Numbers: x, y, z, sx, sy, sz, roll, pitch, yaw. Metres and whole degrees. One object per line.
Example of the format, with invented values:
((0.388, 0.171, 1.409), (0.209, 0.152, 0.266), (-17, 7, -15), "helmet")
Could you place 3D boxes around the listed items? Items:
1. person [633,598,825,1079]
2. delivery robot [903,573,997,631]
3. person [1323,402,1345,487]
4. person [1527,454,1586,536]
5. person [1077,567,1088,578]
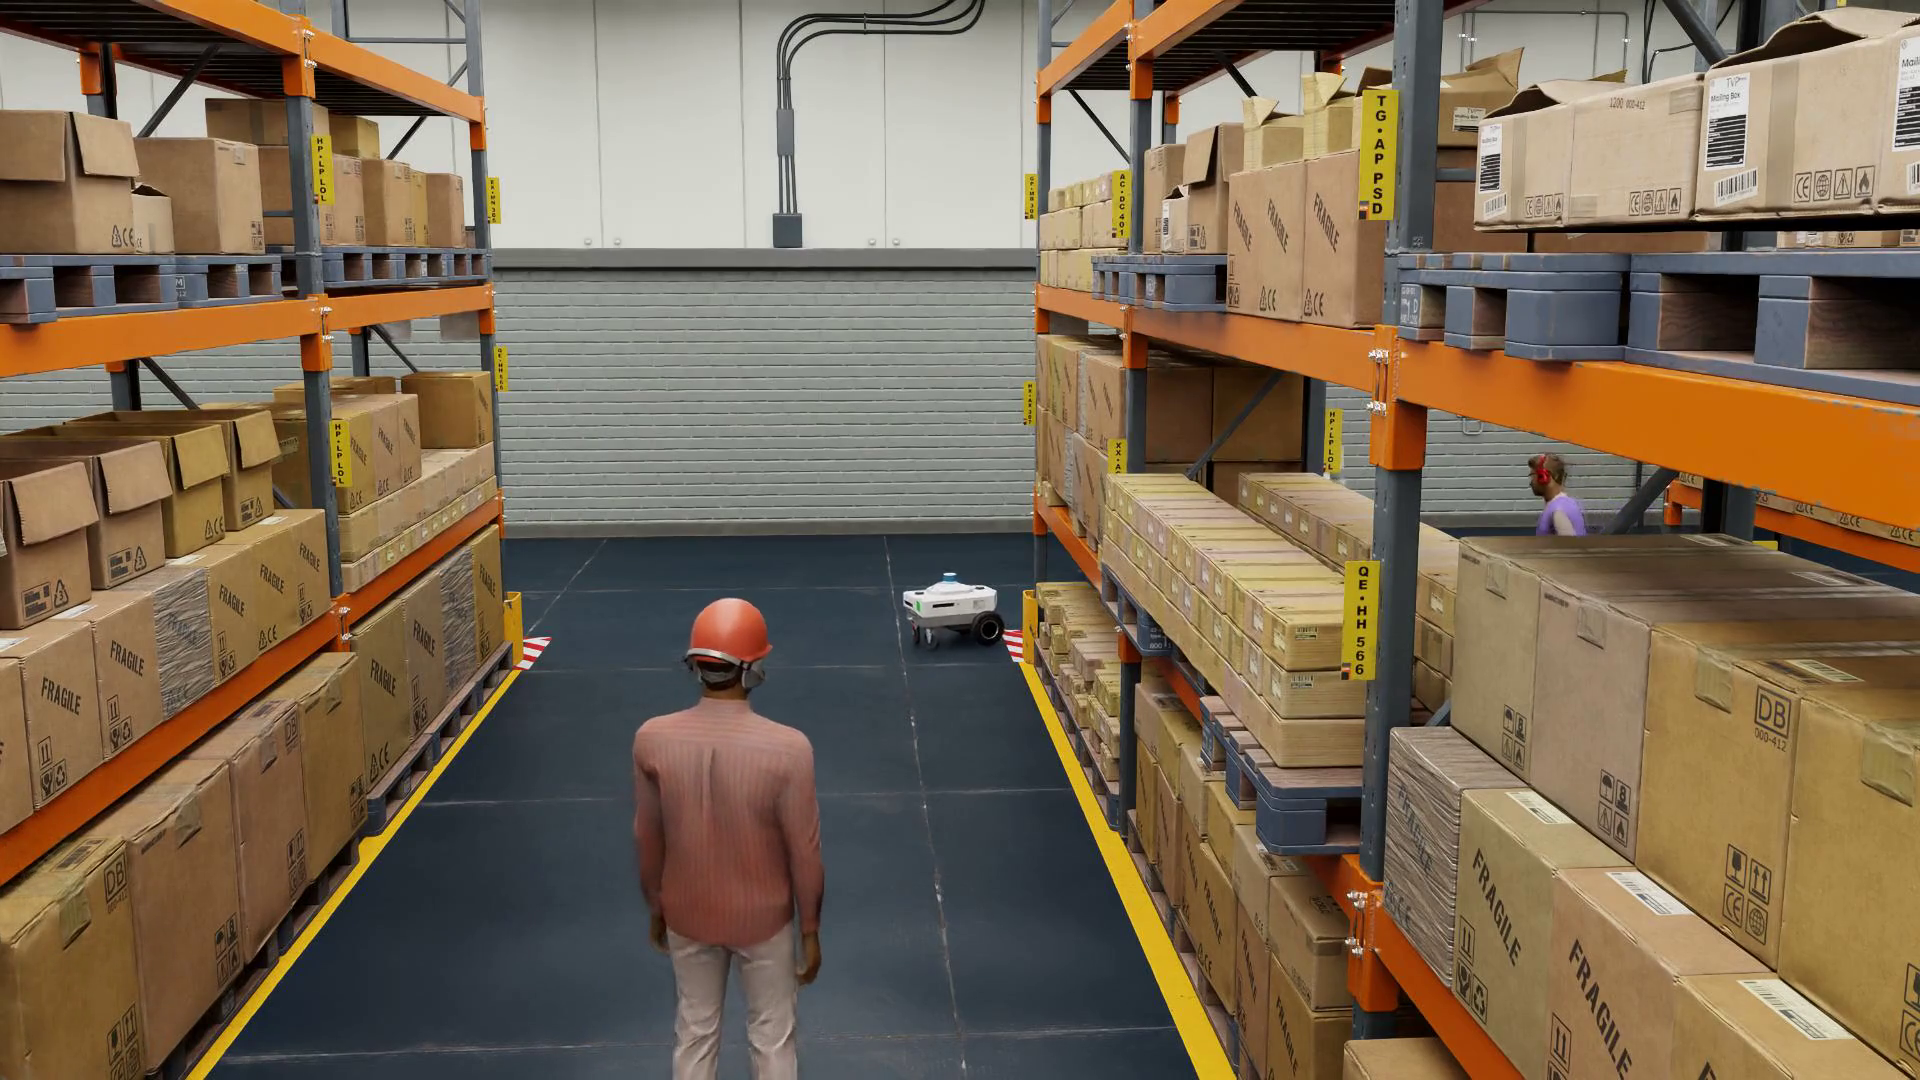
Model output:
((-0.716, 1.164, 5.228), (0.612, 1.995, 0.383), (2, 10, 13), "person")
((-0.081, 0.501, 13.084), (0.707, 0.478, 0.477), (-4, 10, -22), "delivery robot")
((2.688, -0.162, 12.998), (0.640, 2.016, 0.734), (-3, 10, -15), "person")
((3.795, 0.363, 10.507), (0.525, 1.798, 0.606), (4, 10, 20), "person")
((1.295, -0.602, 15.791), (0.367, 1.938, 0.634), (-2, 10, -10), "person")
